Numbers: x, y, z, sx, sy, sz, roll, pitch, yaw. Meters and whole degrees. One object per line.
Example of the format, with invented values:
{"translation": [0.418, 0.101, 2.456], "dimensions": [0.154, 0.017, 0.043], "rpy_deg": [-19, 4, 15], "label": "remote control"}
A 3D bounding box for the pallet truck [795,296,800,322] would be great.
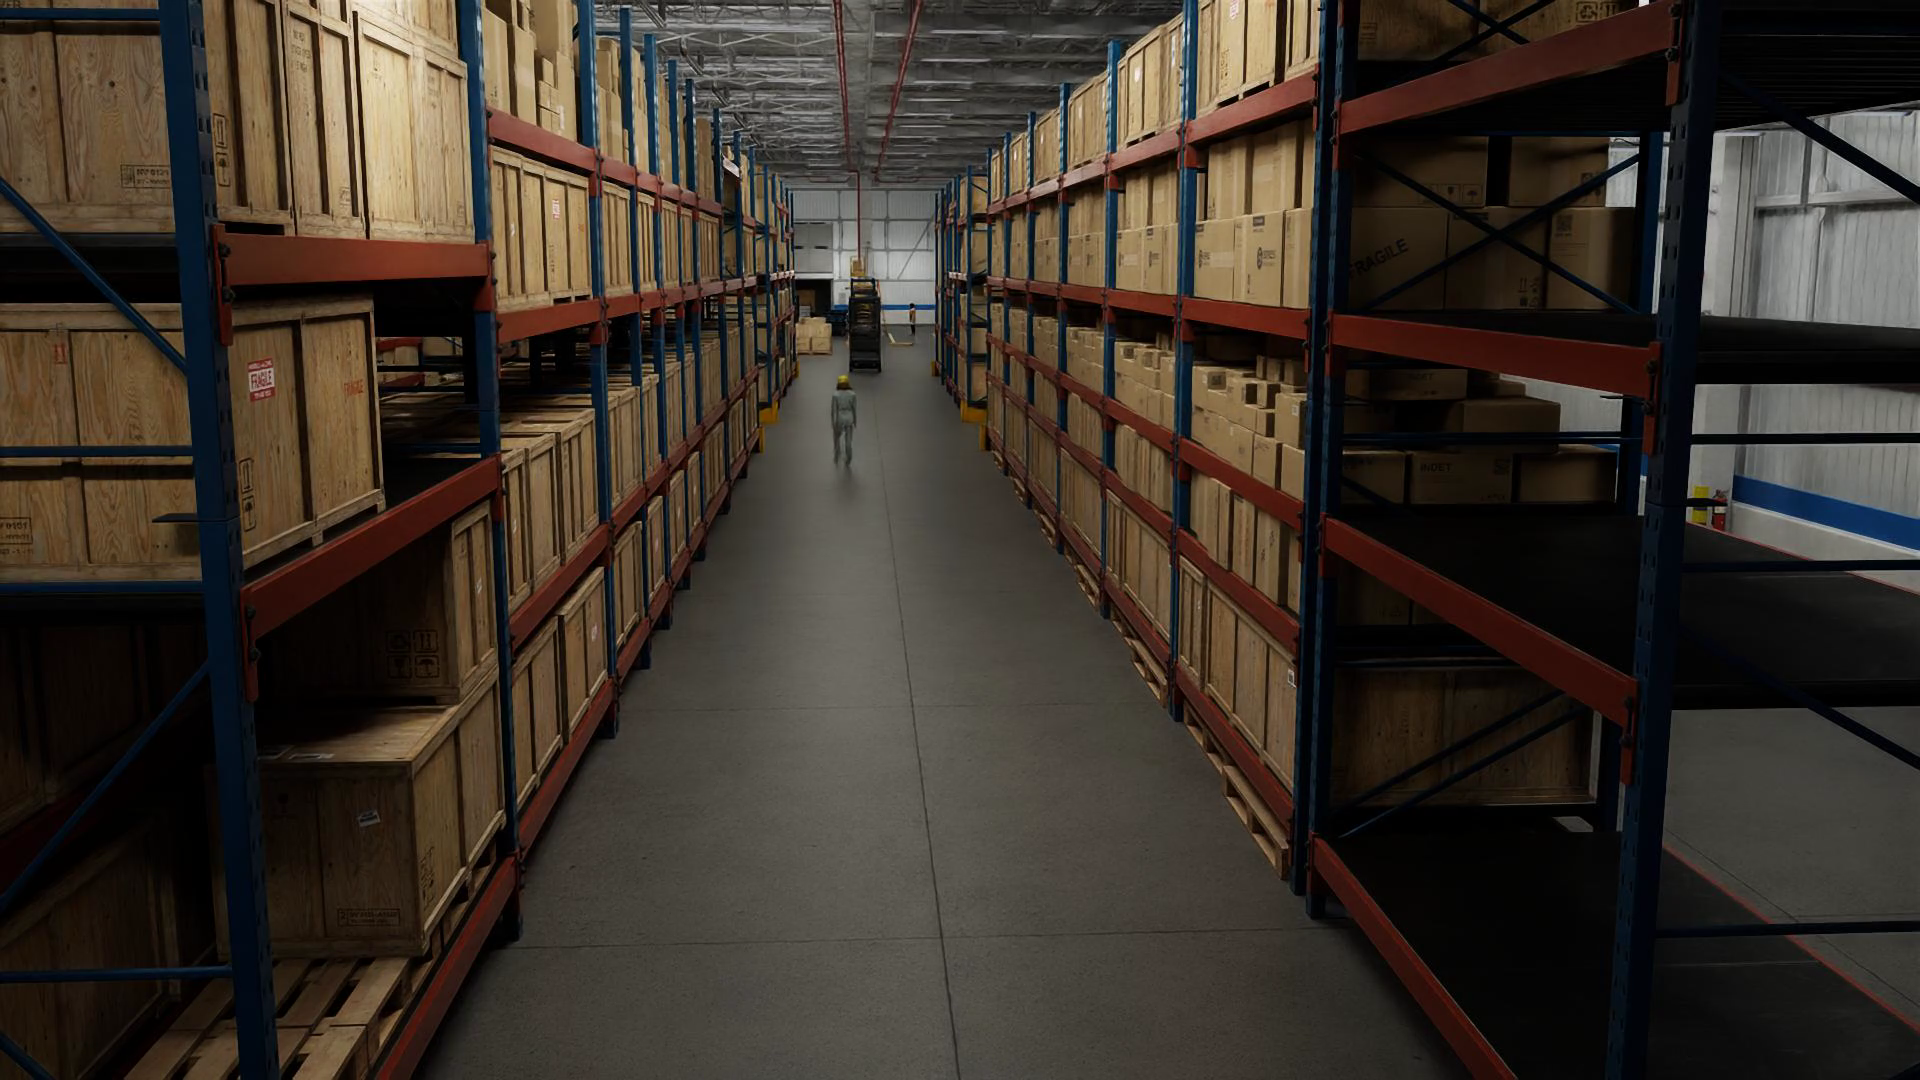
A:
{"translation": [-8.622, -12.439, 91.403], "dimensions": [1.885, 1.965, 0.823], "rpy_deg": [2, 10, 13], "label": "pallet truck"}

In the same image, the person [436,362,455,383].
{"translation": [-10.455, -2.730, 33.972], "dimensions": [0.521, 1.807, 0.742], "rpy_deg": [0, 10, 1], "label": "person"}

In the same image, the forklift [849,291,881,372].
{"translation": [-3.342, -7.346, 58.347], "dimensions": [1.129, 2.768, 1.873], "rpy_deg": [-1, 10, -3], "label": "forklift"}

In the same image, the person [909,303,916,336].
{"translation": [-2.475, -11.503, 86.740], "dimensions": [0.320, 1.686, 0.541], "rpy_deg": [3, 10, 19], "label": "person"}

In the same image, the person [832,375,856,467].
{"translation": [-2.199, -2.249, 31.384], "dimensions": [0.500, 1.713, 0.775], "rpy_deg": [-3, 10, -15], "label": "person"}

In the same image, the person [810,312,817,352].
{"translation": [-6.302, -8.918, 71.256], "dimensions": [0.318, 1.698, 0.539], "rpy_deg": [-2, 10, -15], "label": "person"}
